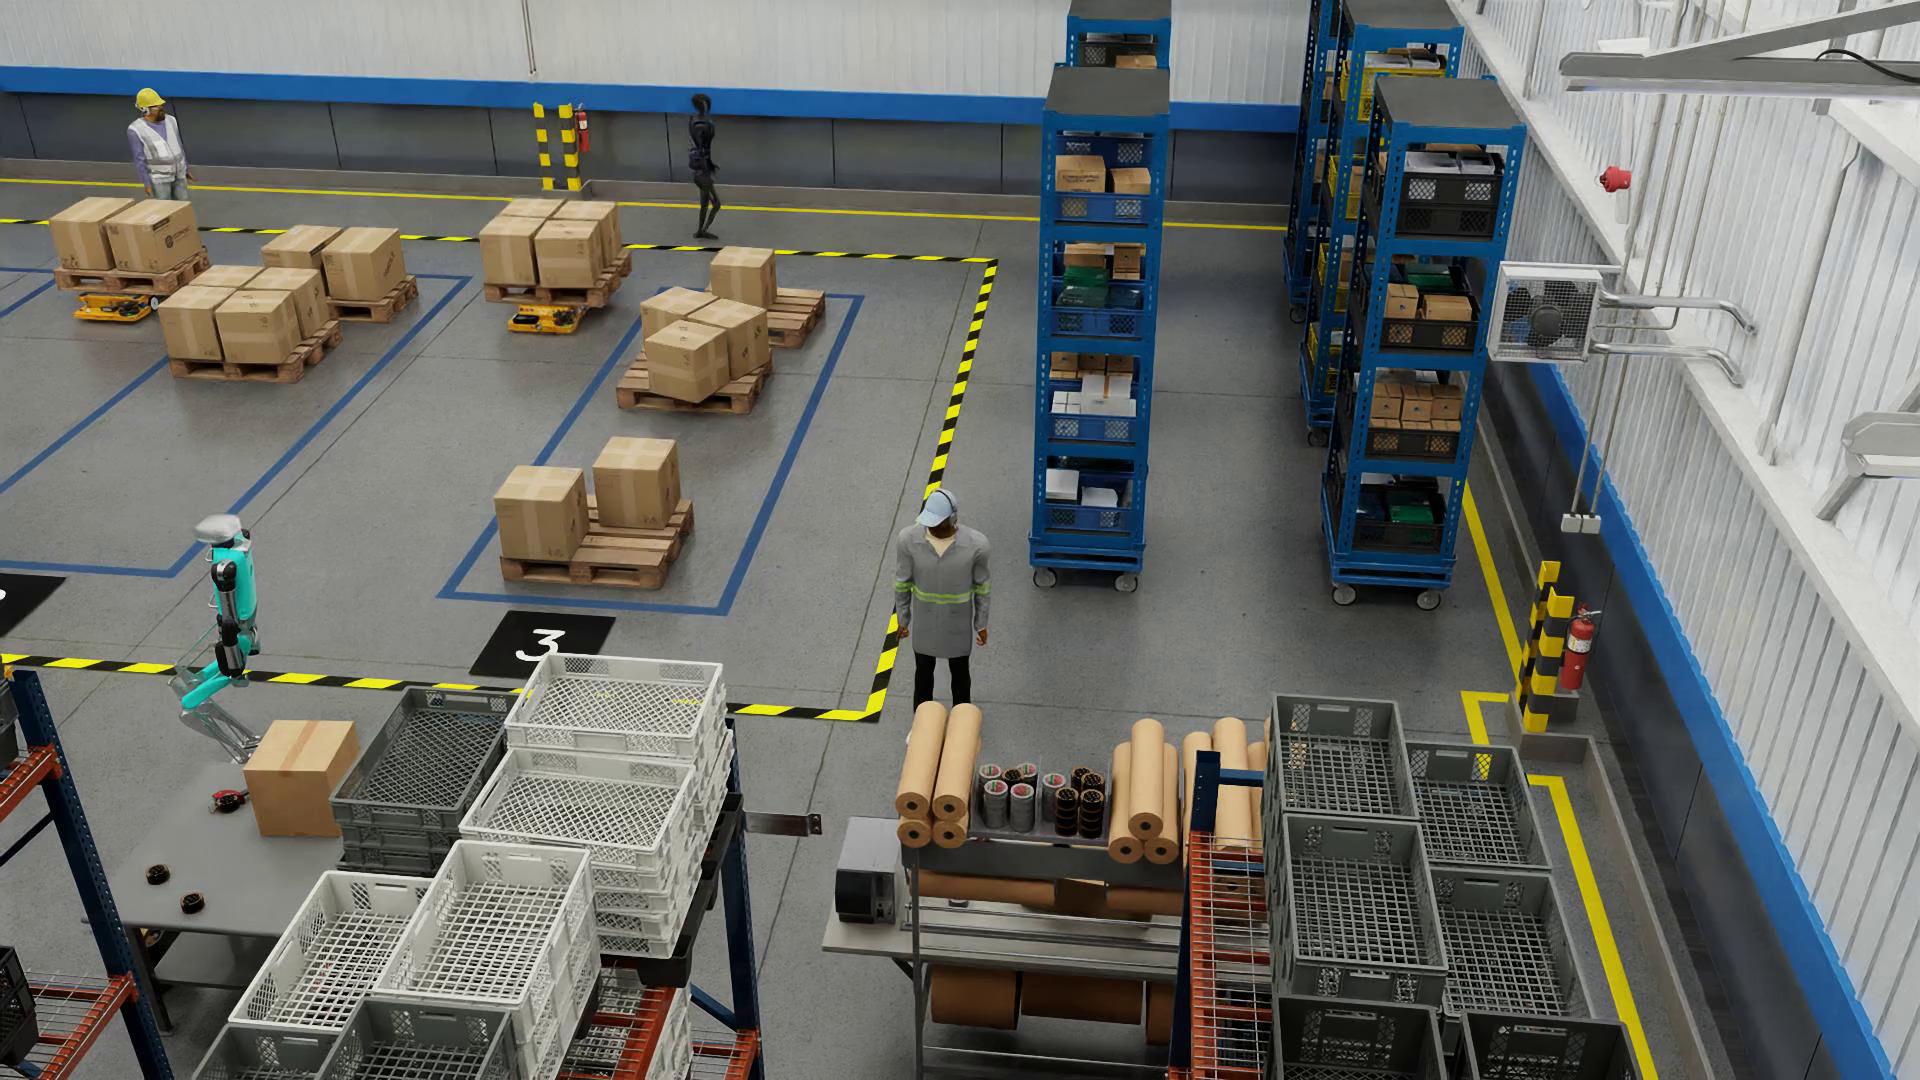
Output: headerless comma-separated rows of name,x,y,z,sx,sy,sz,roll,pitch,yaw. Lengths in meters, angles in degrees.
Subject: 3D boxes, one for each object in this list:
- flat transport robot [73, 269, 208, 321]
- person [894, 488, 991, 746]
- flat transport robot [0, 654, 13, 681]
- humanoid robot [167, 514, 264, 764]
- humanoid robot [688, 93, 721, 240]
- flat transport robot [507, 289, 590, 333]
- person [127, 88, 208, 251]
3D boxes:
flat transport robot,-8.444,-2.620,17.146,0.652,0.197,1.431,4,30,6
person,-0.113,0.495,10.251,0.594,1.849,0.390,4,30,6
flat transport robot,-7.142,0.969,11.010,1.431,0.231,0.659,3,30,6
humanoid robot,-4.519,0.624,10.008,0.735,1.677,0.533,-5,31,-9
humanoid robot,-2.839,-4.115,18.346,0.354,1.645,0.585,-2,30,-4
flat transport robot,-4.052,-2.477,16.900,0.652,0.197,1.431,3,30,6
person,-8.521,-3.930,17.863,0.404,1.835,0.599,16,34,25
